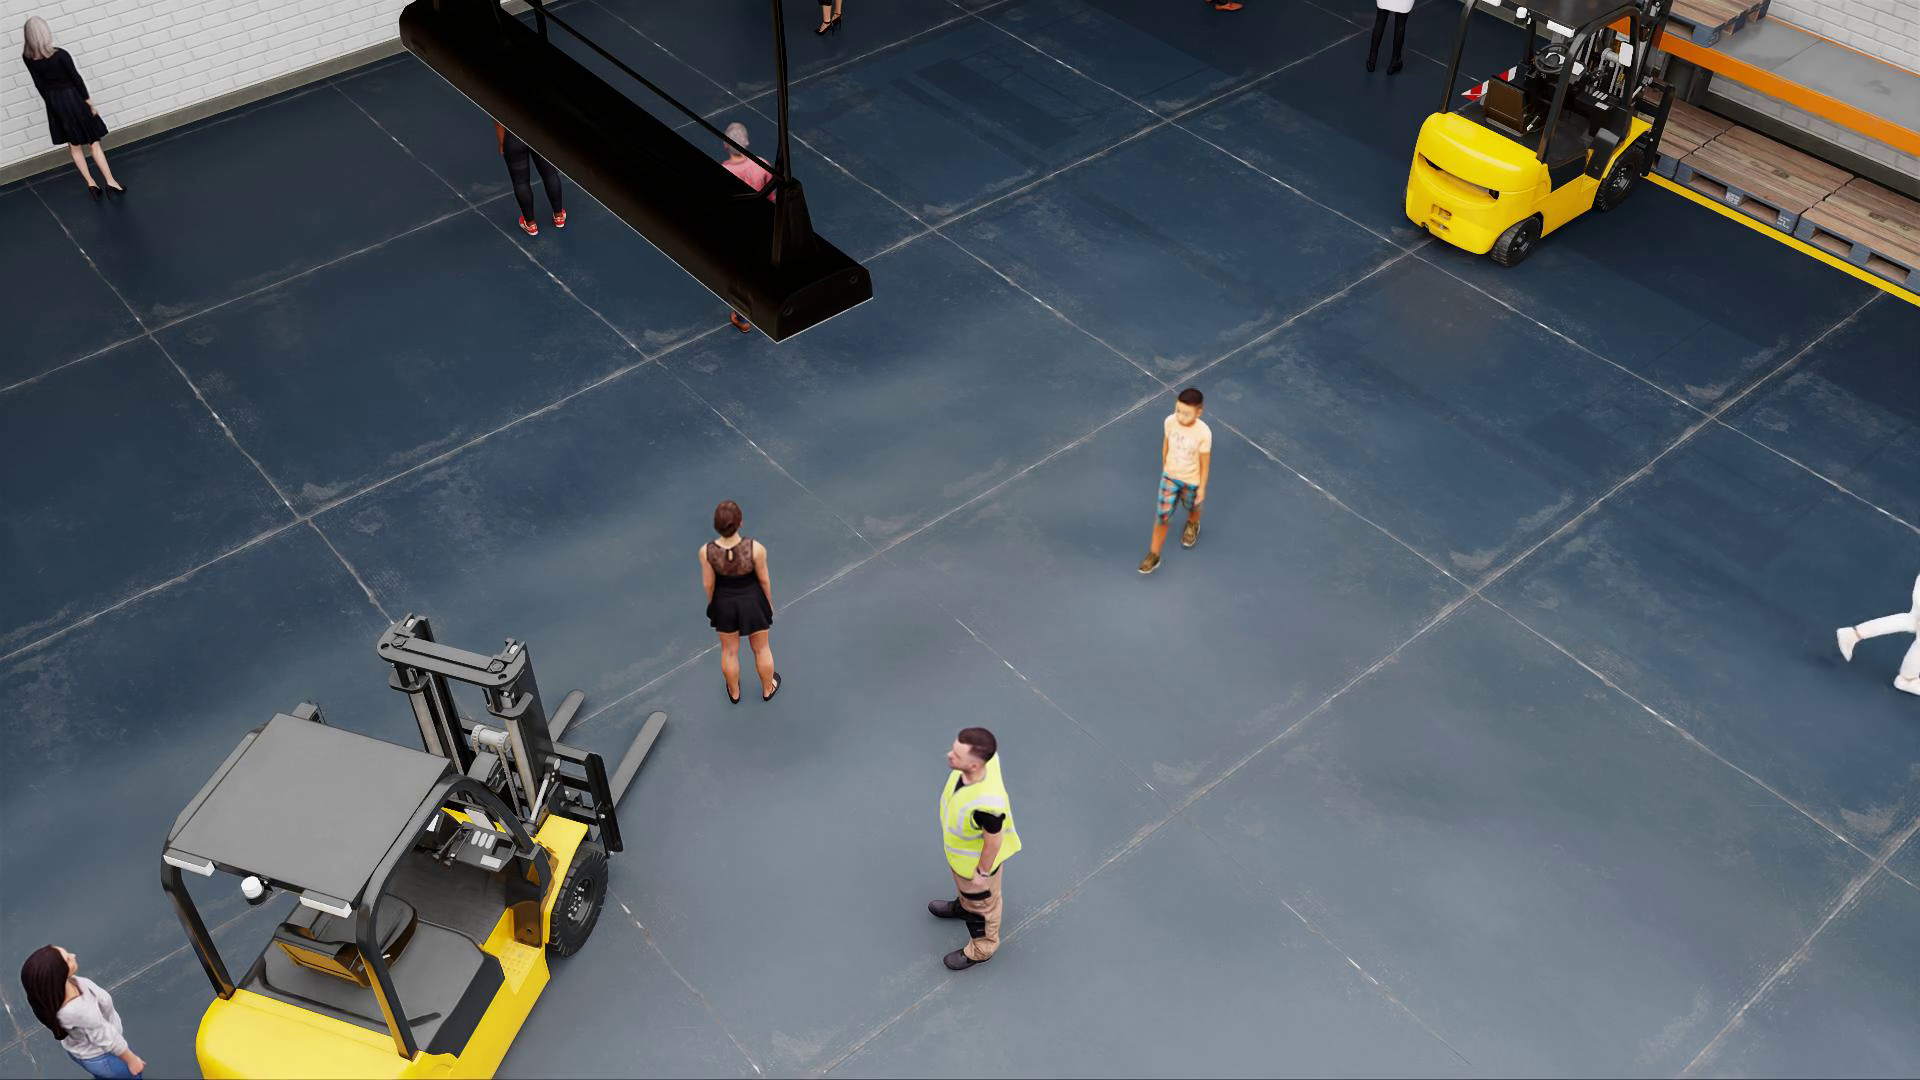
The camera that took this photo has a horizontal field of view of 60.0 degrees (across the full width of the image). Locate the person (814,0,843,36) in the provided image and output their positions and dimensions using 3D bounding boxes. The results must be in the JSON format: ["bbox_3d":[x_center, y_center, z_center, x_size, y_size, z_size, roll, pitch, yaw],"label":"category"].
[{"bbox_3d":[-1.405,-6.103,17.114,0.625,1.858,0.677,24,49,23],"label":"person"}]

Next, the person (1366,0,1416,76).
[{"bbox_3d":[4.340,-5.507,16.523,0.631,1.809,0.748,16,46,16],"label":"person"}]

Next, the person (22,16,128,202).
[{"bbox_3d":[-7.928,-3.838,14.817,0.699,1.747,0.747,0,44,0],"label":"person"}]

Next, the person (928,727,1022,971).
[{"bbox_3d":[0.071,1.632,9.002,0.898,1.847,0.820,-7,44,-7],"label":"person"}]

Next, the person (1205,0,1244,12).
[{"bbox_3d":[2.828,-6.517,17.597,0.769,1.791,0.626,-15,46,-15],"label":"person"}]

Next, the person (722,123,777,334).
[{"bbox_3d":[-1.715,-2.501,13.352,0.738,1.831,0.656,-17,46,-17],"label":"person"}]

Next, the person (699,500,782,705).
[{"bbox_3d":[-1.387,0.397,10.424,0.680,1.675,0.723,-2,44,-2],"label":"person"}]

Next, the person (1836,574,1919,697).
[{"bbox_3d":[6.109,0.319,10.507,1.036,1.671,0.867,17,46,17],"label":"person"}]

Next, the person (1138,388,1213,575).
[{"bbox_3d":[1.587,-0.478,11.521,0.976,1.427,0.841,20,47,20],"label":"person"}]

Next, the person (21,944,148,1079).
[{"bbox_3d":[-4.265,2.518,8.228,0.577,1.632,0.731,21,47,20],"label":"person"}]
